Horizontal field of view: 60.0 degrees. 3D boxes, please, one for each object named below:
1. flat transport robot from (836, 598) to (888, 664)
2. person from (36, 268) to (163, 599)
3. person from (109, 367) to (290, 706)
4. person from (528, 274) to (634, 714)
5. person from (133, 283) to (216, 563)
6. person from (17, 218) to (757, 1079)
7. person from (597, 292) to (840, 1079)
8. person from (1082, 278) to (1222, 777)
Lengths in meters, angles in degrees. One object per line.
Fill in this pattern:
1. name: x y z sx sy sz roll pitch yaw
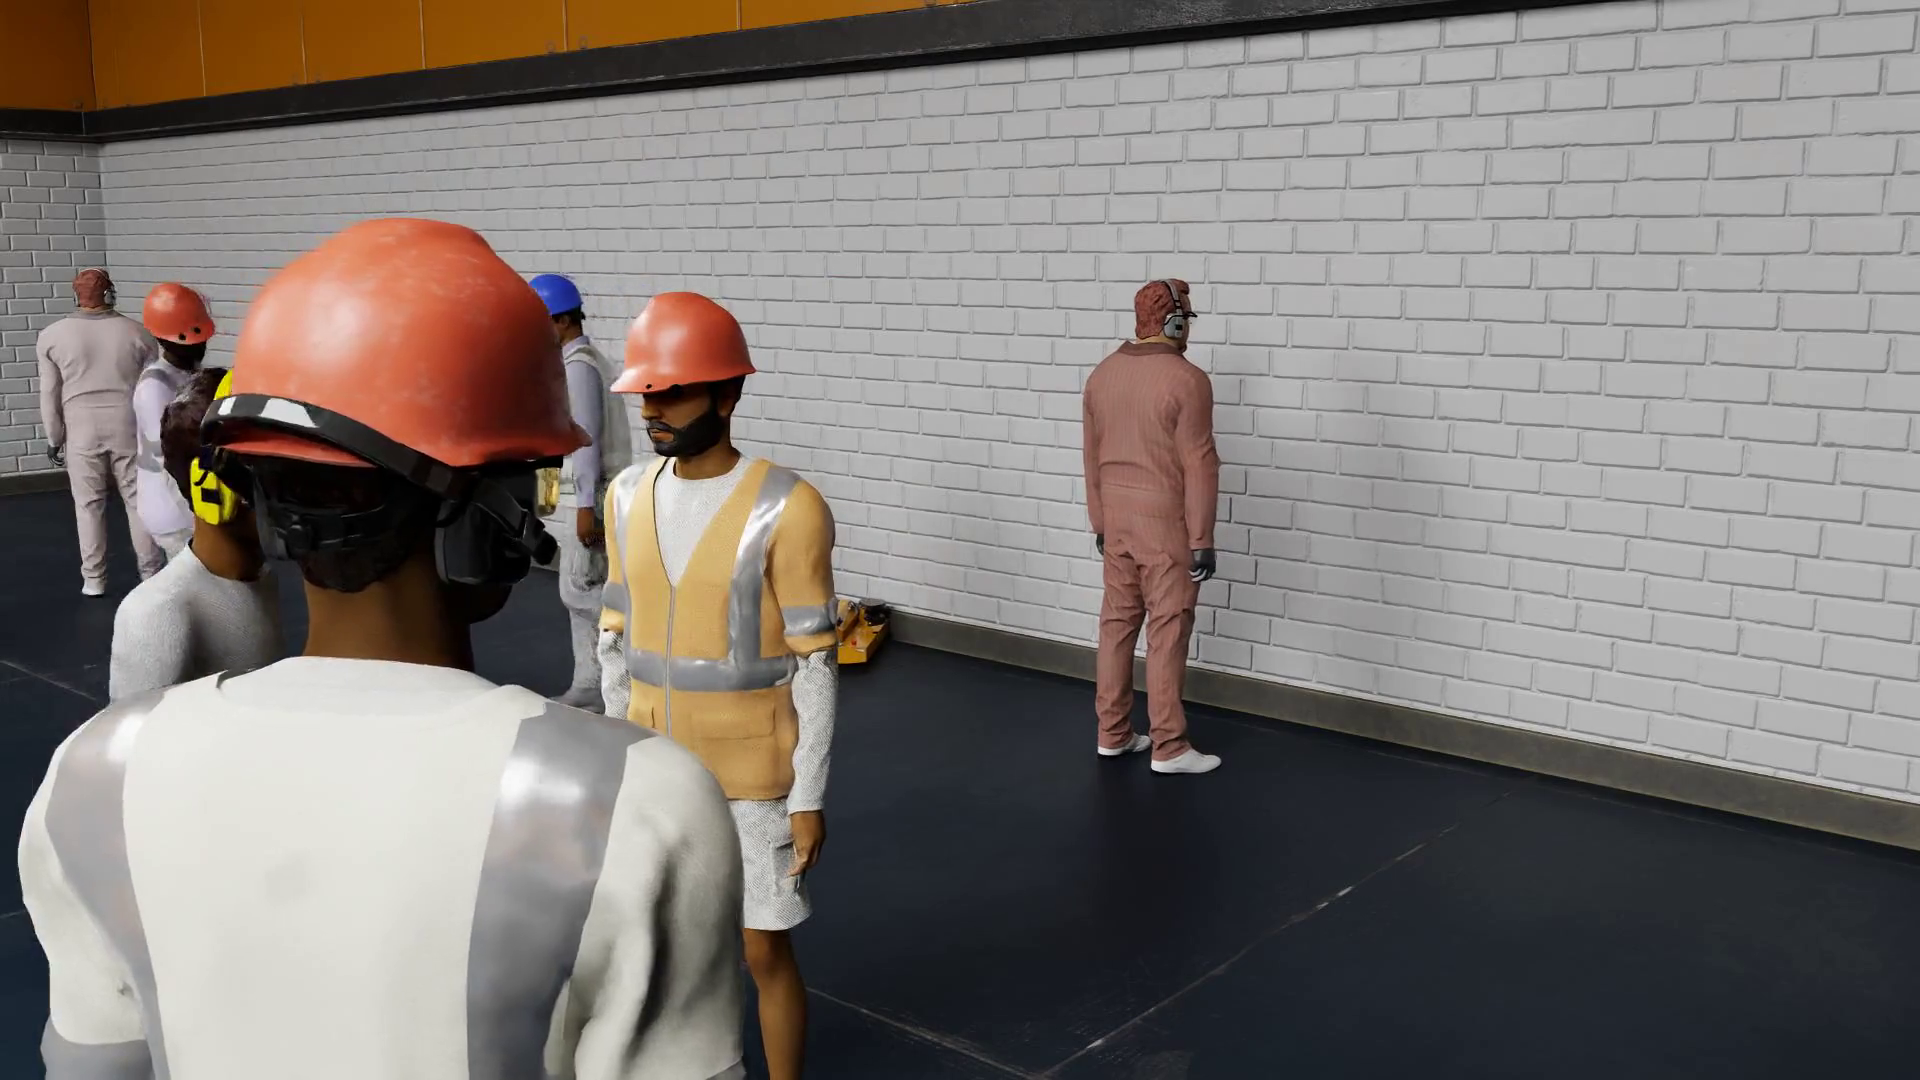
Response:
1. flat transport robot: -1.118 0.429 8.372 1.431 0.197 0.652 1 10 7
2. person: -4.963 -0.616 9.678 0.651 1.904 0.401 -5 11 -27
3. person: -1.146 0.648 2.651 0.466 1.846 0.563 -2 10 -12
4. person: -1.547 -0.177 7.153 0.647 1.914 0.639 -2 10 -12
5. person: -3.133 -0.100 6.787 0.390 1.884 0.596 -3 10 -15
6. person: -0.441 0.761 1.459 0.613 2.039 0.399 2 10 11
7. person: -0.522 0.467 3.418 0.552 1.935 0.374 5 11 26
8. person: 0.767 -0.050 6.451 0.400 1.907 0.644 -8 12 -37
